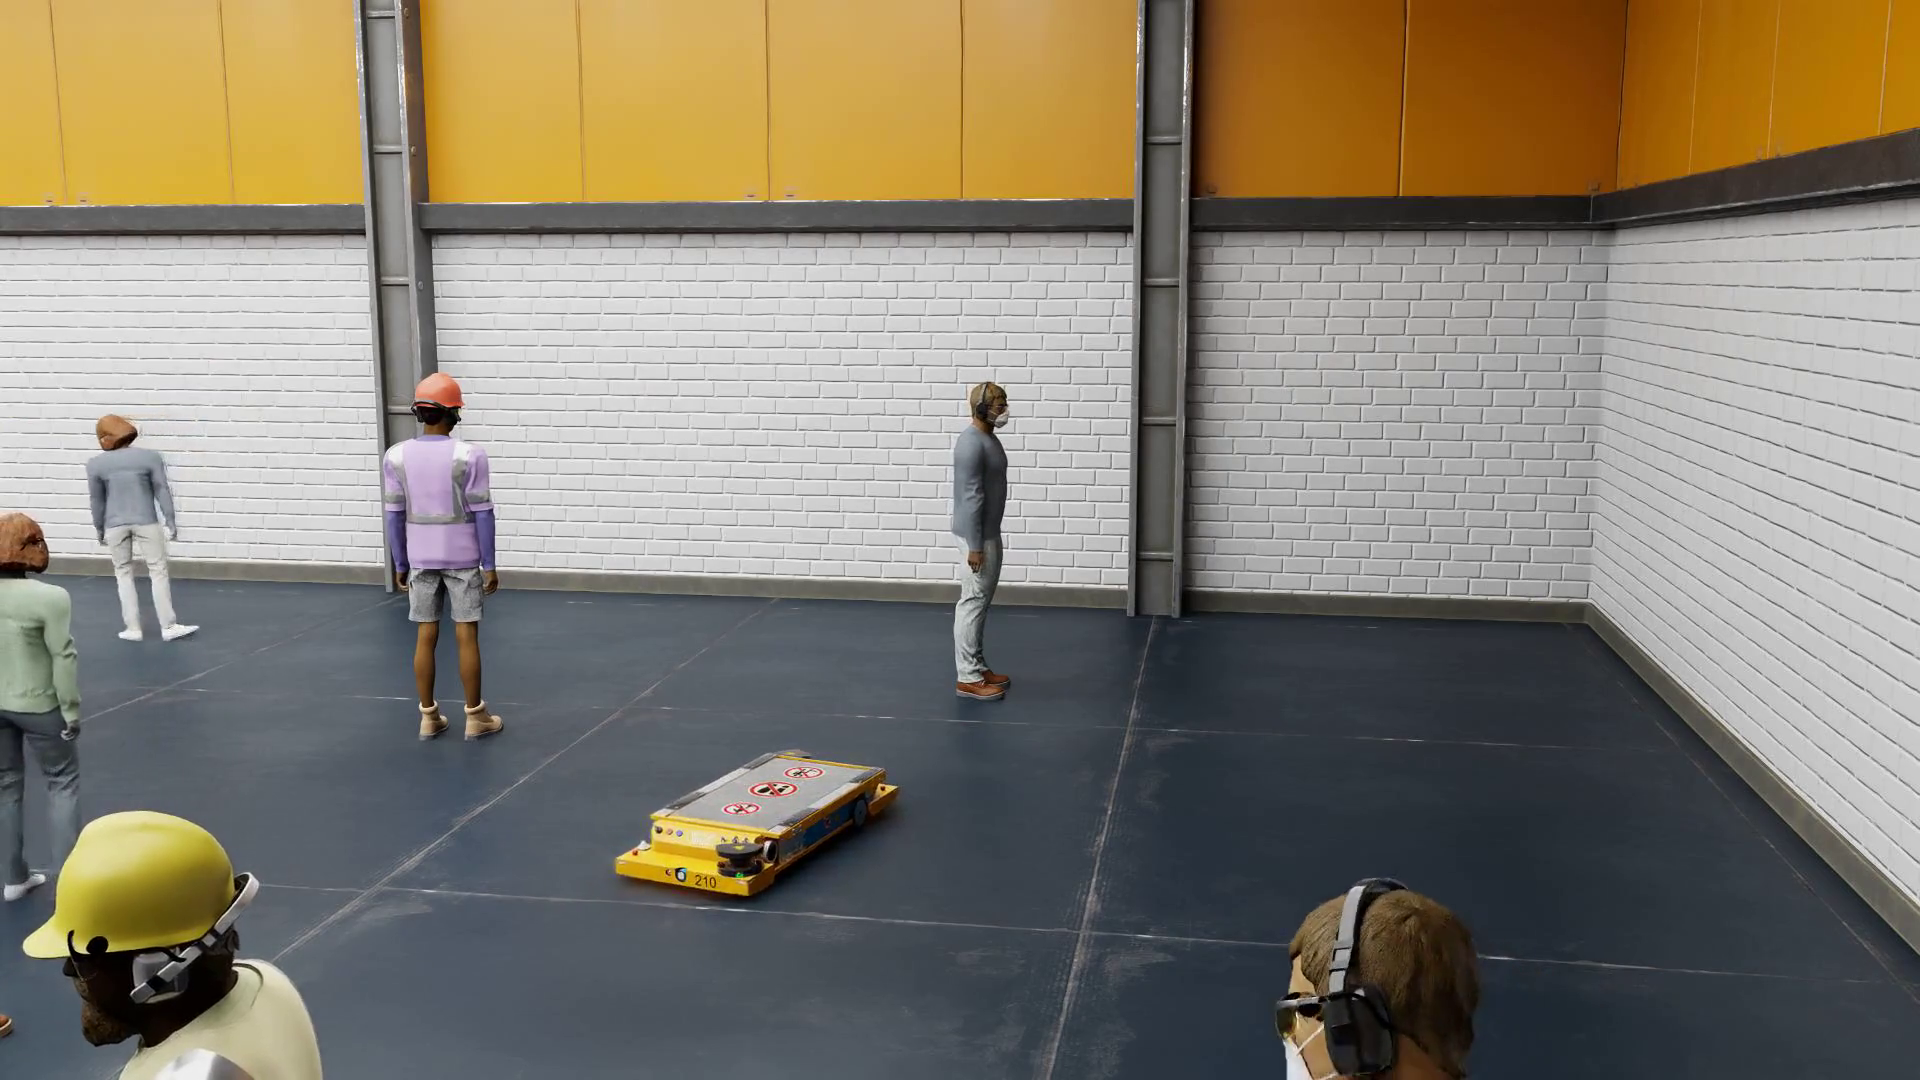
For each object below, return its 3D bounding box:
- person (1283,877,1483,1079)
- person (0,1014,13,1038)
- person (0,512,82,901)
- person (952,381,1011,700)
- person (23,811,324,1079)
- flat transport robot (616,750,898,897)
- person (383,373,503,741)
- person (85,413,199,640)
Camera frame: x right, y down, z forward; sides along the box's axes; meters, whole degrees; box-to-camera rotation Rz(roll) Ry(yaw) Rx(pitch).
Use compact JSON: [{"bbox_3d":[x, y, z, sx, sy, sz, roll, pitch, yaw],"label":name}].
[{"bbox_3d":[0.579,1.360,1.942,0.397,1.892,0.789,-1,9,-7],"label":"person"},{"bbox_3d":[-3.360,0.751,5.363,0.386,1.992,0.609,-3,10,-18],"label":"person"},{"bbox_3d":[-3.855,0.696,6.855,0.521,1.622,0.308,1,9,4],"label":"person"},{"bbox_3d":[0.132,-0.005,10.196,0.354,1.936,0.635,2,9,10],"label":"person"},{"bbox_3d":[-1.160,1.292,2.567,0.403,1.824,0.593,-2,9,-11],"label":"person"},{"bbox_3d":[-0.881,1.251,7.574,0.652,0.197,1.431,4,10,23],"label":"flat transport robot"},{"bbox_3d":[-2.850,0.101,9.215,0.605,2.045,0.376,1,9,5],"label":"person"},{"bbox_3d":[-5.780,-0.079,11.735,0.644,1.582,0.390,-3,10,-17],"label":"person"}]
